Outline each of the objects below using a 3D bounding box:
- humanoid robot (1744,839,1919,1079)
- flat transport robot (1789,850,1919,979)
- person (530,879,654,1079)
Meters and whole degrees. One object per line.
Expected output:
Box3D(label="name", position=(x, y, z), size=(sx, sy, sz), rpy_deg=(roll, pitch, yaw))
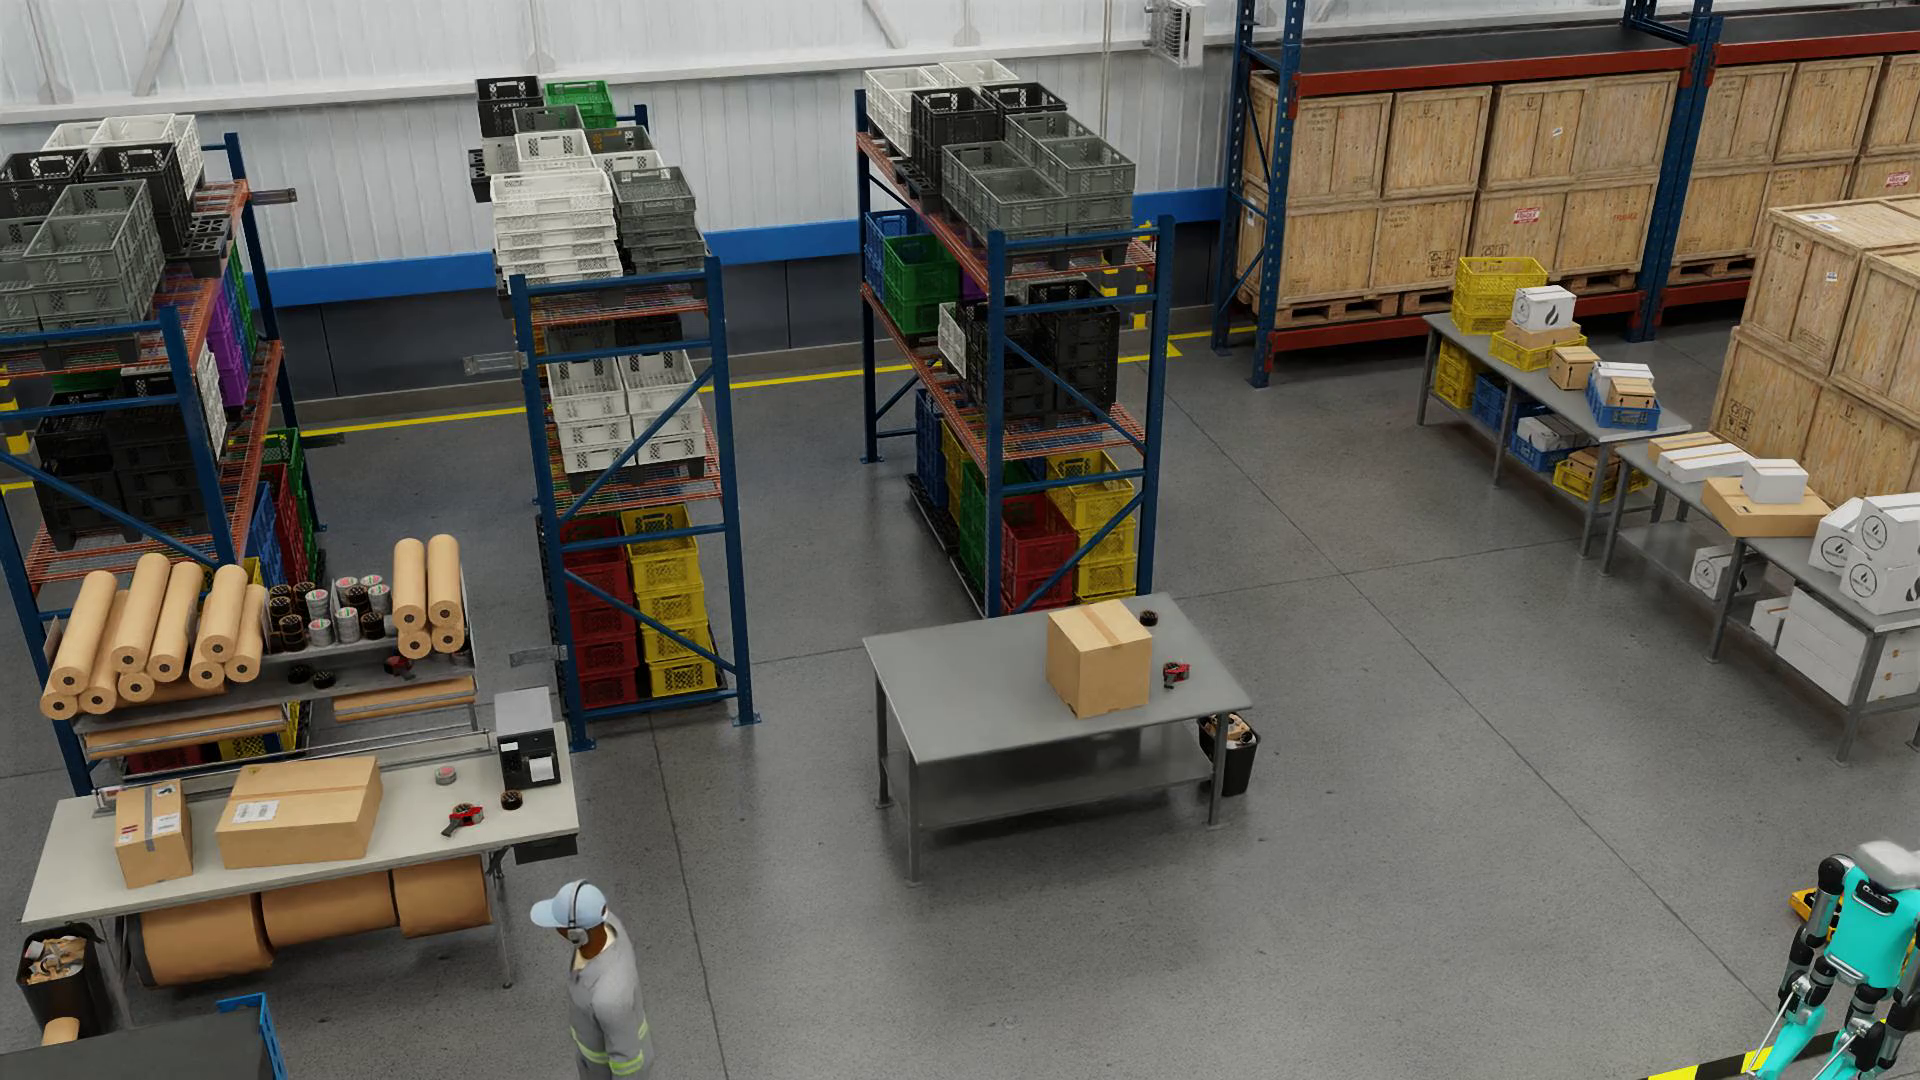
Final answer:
Box3D(label="humanoid robot", position=(3.498, 2.018, 6.831), size=(0.735, 1.672, 0.533), rpy_deg=(-16, 33, -27))
Box3D(label="flat transport robot", position=(5.163, 1.916, 8.676), size=(1.431, 0.231, 0.659), rpy_deg=(-8, 30, -14))
Box3D(label="person", position=(-1.434, 2.104, 6.690), size=(0.395, 1.849, 0.597), rpy_deg=(-9, 30, -17))
